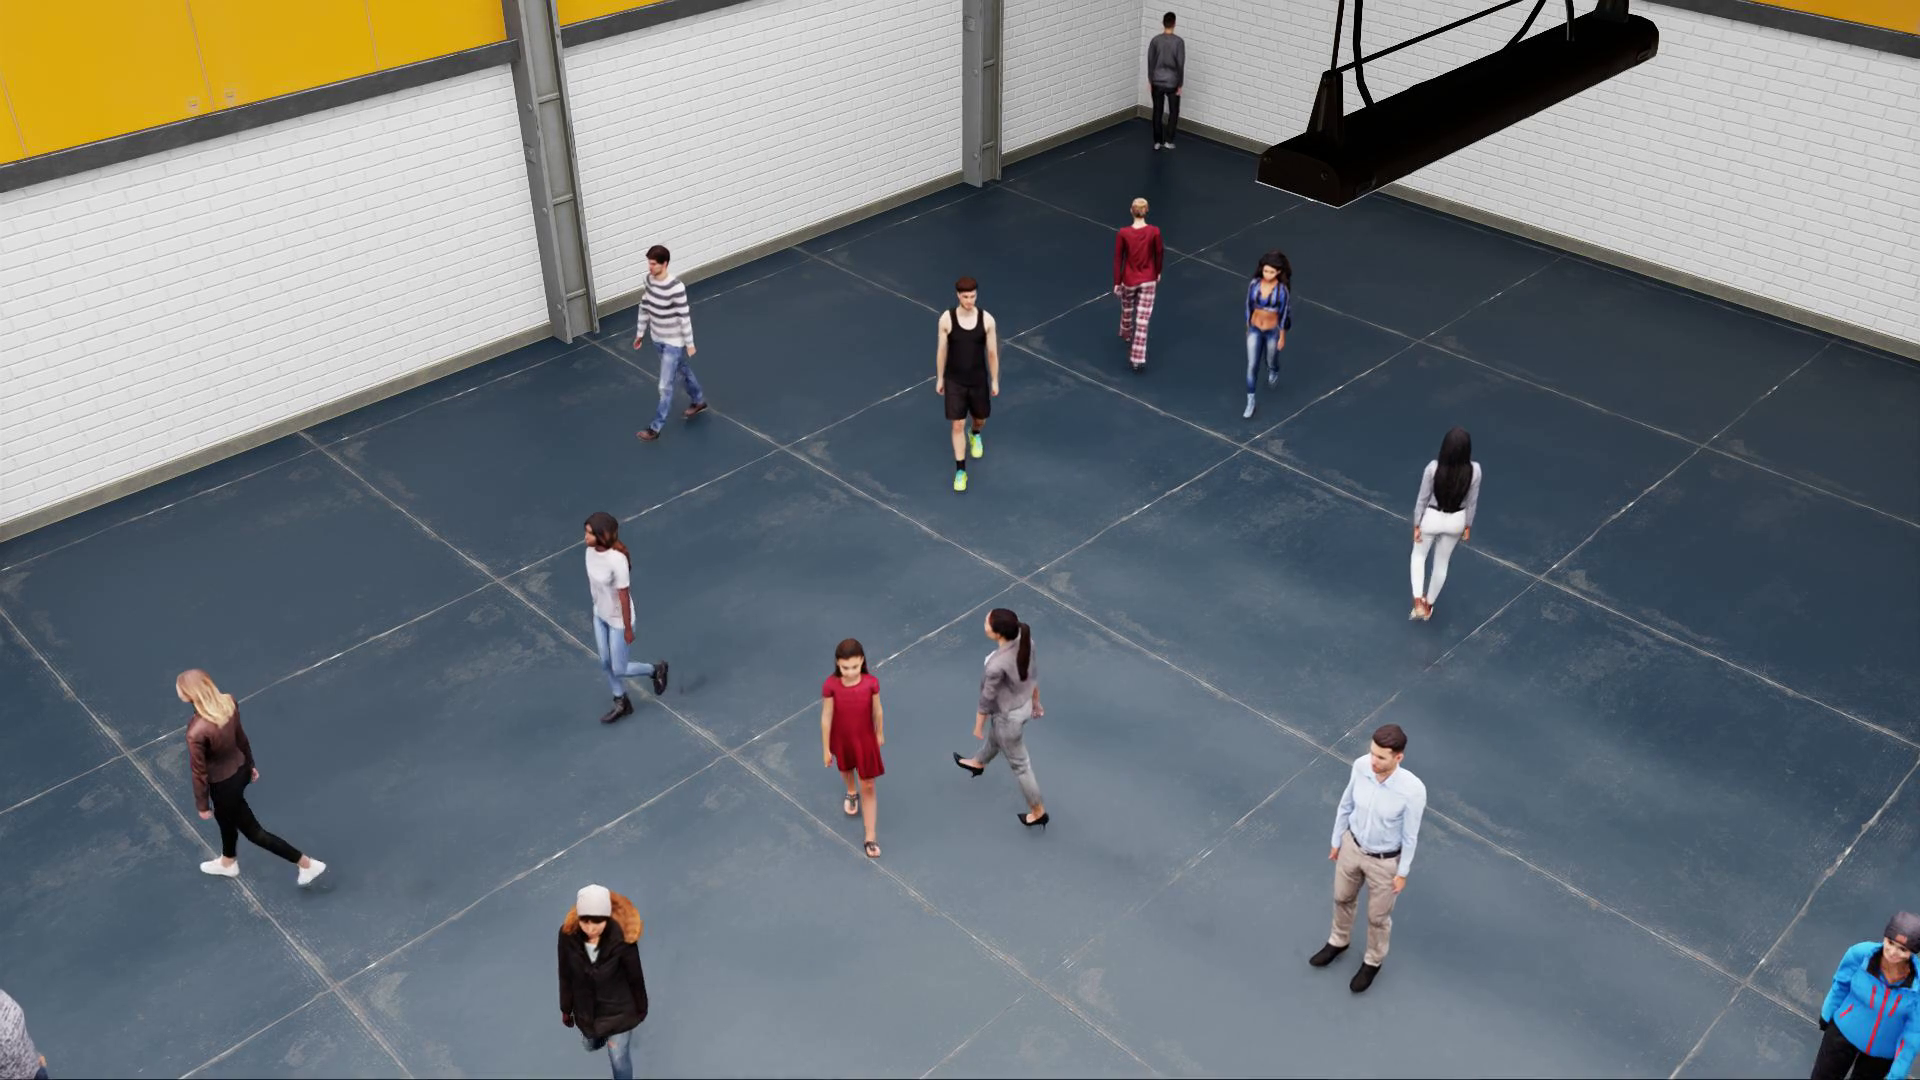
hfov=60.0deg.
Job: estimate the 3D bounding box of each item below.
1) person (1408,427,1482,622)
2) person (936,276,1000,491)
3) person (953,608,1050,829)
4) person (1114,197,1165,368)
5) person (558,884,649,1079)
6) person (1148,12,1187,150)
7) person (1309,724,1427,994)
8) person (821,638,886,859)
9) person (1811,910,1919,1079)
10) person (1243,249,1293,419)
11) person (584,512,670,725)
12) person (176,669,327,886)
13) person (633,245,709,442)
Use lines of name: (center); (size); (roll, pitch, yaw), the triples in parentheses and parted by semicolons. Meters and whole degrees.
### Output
person: (3.626, -0.062, 12.510); (0.827, 1.712, 0.925); (6, 34, 9)
person: (0.067, -1.427, 14.421); (1.127, 1.870, 1.174); (-1, 34, -2)
person: (0.388, 1.196, 10.698); (0.813, 1.623, 1.079); (23, 40, 30)
person: (1.748, -2.485, 16.211); (1.056, 1.650, 1.172); (3, 34, 5)
person: (-1.887, 2.410, 8.875); (0.939, 1.619, 1.032); (3, 34, 5)
person: (2.585, -5.781, 21.075); (0.764, 1.755, 0.803); (8, 35, 12)
person: (2.384, 1.802, 9.587); (0.650, 1.843, 0.596); (28, 42, 35)
person: (-0.696, 1.223, 10.756); (1.015, 1.513, 1.032); (-3, 34, -4)
person: (4.696, 2.523, 8.559); (0.638, 1.781, 0.827); (25, 41, 33)
person: (2.858, -1.944, 15.453); (0.796, 1.588, 1.050); (16, 37, 22)
person: (-2.352, 0.530, 11.623); (0.588, 1.709, 0.775); (28, 43, 35)
person: (-4.402, 1.505, 10.191); (1.115, 1.670, 1.122); (3, 34, 5)
person: (-2.570, -1.842, 15.110); (0.648, 1.798, 1.147); (28, 43, 36)
